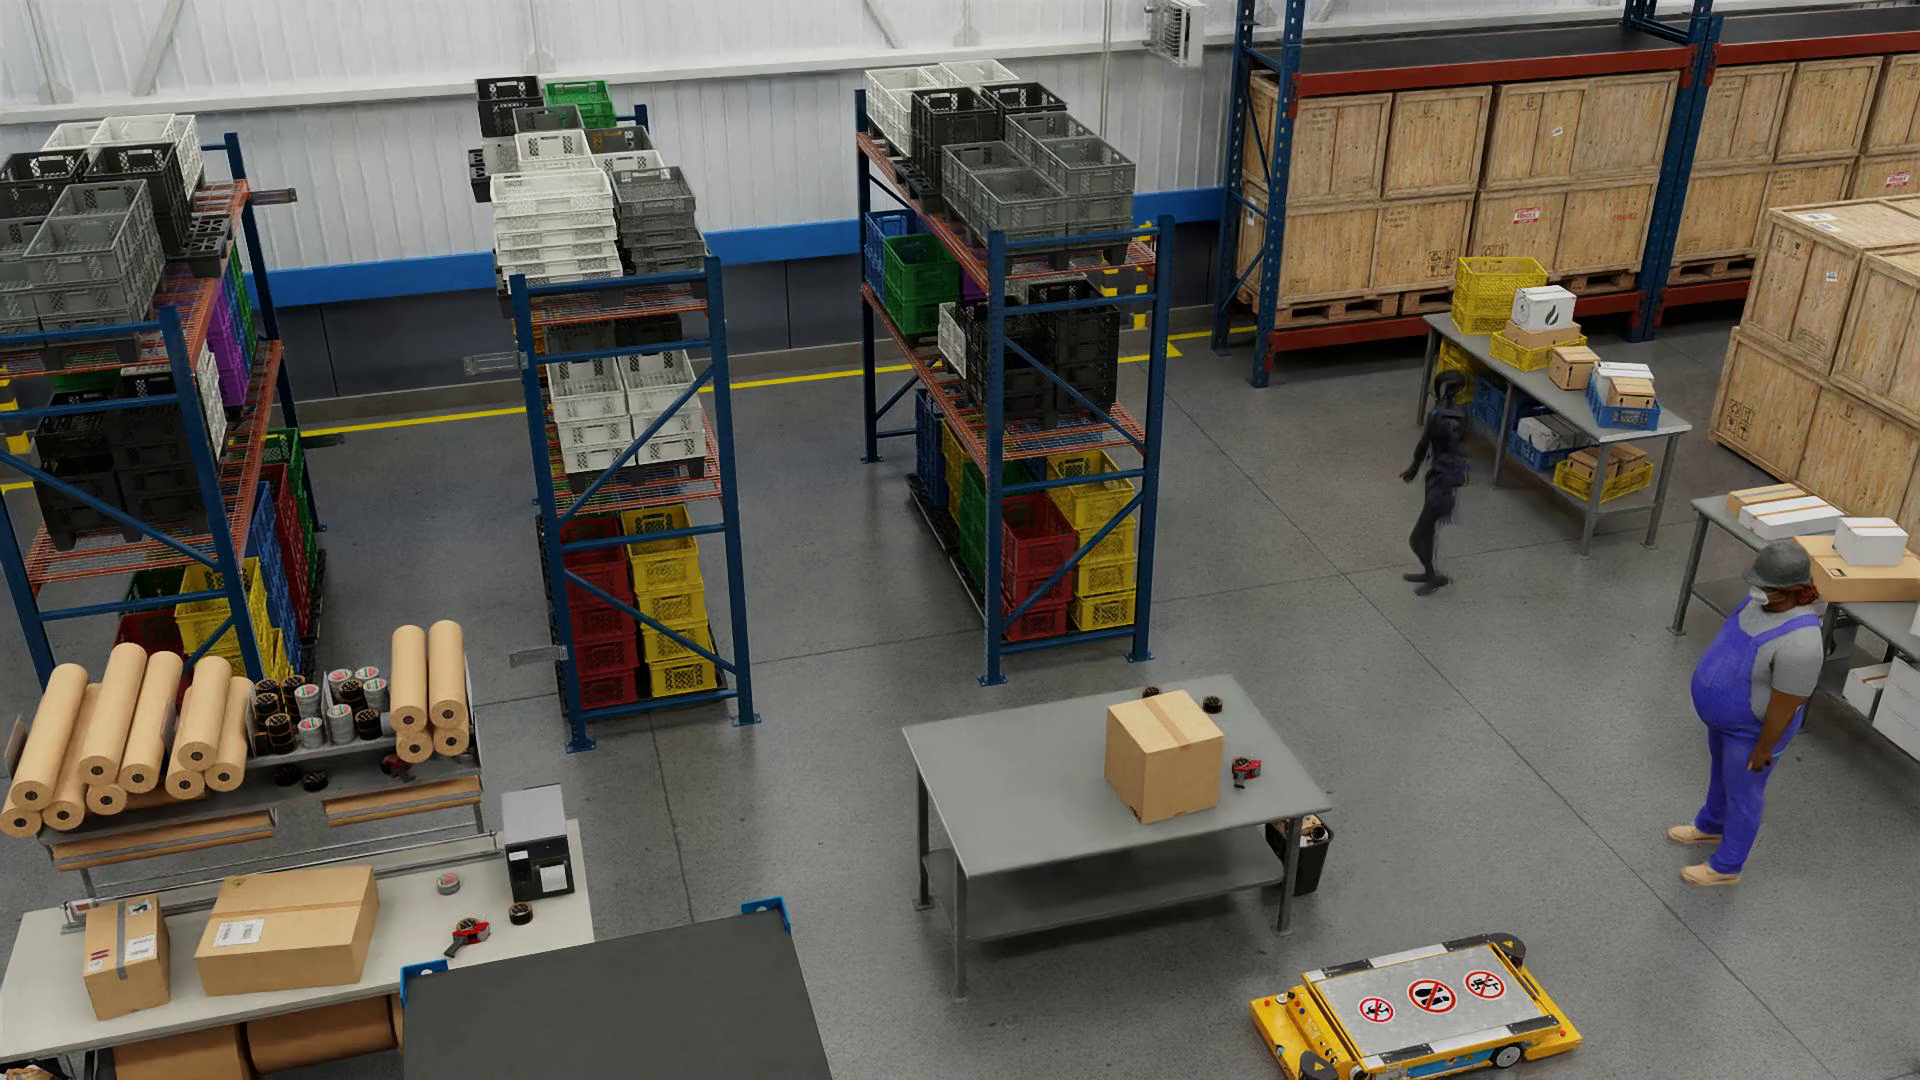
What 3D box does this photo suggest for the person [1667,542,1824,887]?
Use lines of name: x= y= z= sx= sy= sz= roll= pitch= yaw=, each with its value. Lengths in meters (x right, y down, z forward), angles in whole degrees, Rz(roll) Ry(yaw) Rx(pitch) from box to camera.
person: x=4.098 y=0.886 z=8.711 sx=0.536 sy=2.000 sz=0.678 roll=3 pitch=29 yaw=6

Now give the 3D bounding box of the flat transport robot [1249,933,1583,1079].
flat transport robot: x=2.184 y=2.282 z=7.980 sx=1.431 sy=0.197 sz=0.652 roll=-8 pitch=30 yaw=-14

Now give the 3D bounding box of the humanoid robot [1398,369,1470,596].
humanoid robot: x=3.237 y=-0.418 z=11.455 sx=0.427 sy=1.645 sz=0.602 roll=4 pitch=29 yaw=7
